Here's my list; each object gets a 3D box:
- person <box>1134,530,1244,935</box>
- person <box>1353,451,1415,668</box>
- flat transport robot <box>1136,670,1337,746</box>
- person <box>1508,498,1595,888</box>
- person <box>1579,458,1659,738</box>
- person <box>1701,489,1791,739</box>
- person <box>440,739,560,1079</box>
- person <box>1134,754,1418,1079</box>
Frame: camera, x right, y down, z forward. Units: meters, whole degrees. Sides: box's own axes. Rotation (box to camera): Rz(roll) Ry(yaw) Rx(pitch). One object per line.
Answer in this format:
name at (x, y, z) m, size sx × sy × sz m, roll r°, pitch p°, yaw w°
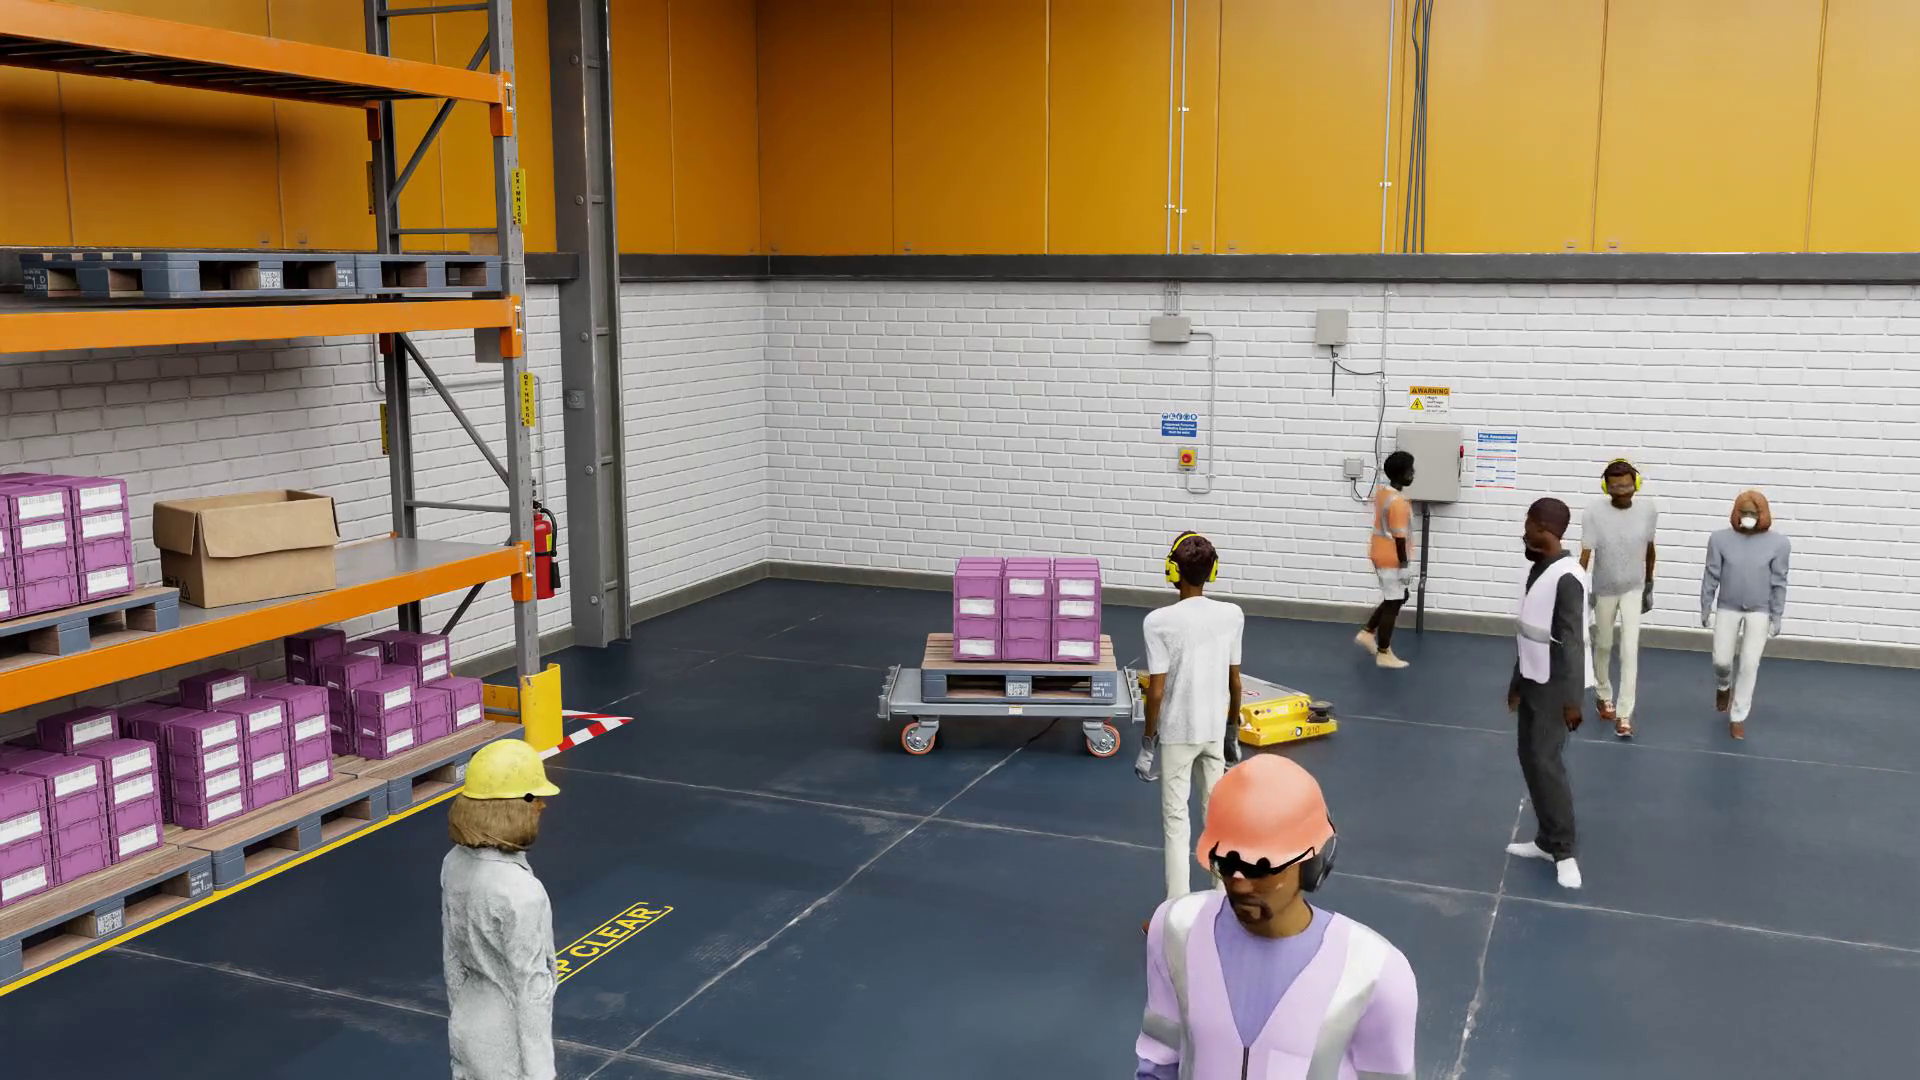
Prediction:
person at (1.017, 0.890, 7.409) m, size 0.512 × 1.872 × 0.330 m, roll -4°, pitch 10°, yaw -22°
person at (3.226, 0.158, 12.491) m, size 0.375 × 1.673 × 0.591 m, roll 1°, pitch 9°, yaw 8°
flat transport robot at (1.782, 1.073, 11.130) m, size 0.652 × 0.197 × 1.431 m, roll -6°, pitch 11°, yaw -30°
person at (2.982, 0.744, 8.321) m, size 0.350 × 1.878 × 0.742 m, roll 0°, pitch 9°, yaw 2°
person at (4.276, 0.365, 10.823) m, size 0.528 × 1.789 × 0.948 m, roll 2°, pitch 10°, yaw 12°
person at (5.093, 0.457, 10.817) m, size 0.499 × 1.613 × 0.509 m, roll 5°, pitch 11°, yaw 27°
person at (-1.261, 1.408, 4.660) m, size 0.312 × 1.741 × 0.487 m, roll -8°, pitch 13°, yaw -41°
person at (0.637, 1.440, 3.557) m, size 0.615 × 2.038 × 0.396 m, roll 6°, pitch 11°, yaw 32°
